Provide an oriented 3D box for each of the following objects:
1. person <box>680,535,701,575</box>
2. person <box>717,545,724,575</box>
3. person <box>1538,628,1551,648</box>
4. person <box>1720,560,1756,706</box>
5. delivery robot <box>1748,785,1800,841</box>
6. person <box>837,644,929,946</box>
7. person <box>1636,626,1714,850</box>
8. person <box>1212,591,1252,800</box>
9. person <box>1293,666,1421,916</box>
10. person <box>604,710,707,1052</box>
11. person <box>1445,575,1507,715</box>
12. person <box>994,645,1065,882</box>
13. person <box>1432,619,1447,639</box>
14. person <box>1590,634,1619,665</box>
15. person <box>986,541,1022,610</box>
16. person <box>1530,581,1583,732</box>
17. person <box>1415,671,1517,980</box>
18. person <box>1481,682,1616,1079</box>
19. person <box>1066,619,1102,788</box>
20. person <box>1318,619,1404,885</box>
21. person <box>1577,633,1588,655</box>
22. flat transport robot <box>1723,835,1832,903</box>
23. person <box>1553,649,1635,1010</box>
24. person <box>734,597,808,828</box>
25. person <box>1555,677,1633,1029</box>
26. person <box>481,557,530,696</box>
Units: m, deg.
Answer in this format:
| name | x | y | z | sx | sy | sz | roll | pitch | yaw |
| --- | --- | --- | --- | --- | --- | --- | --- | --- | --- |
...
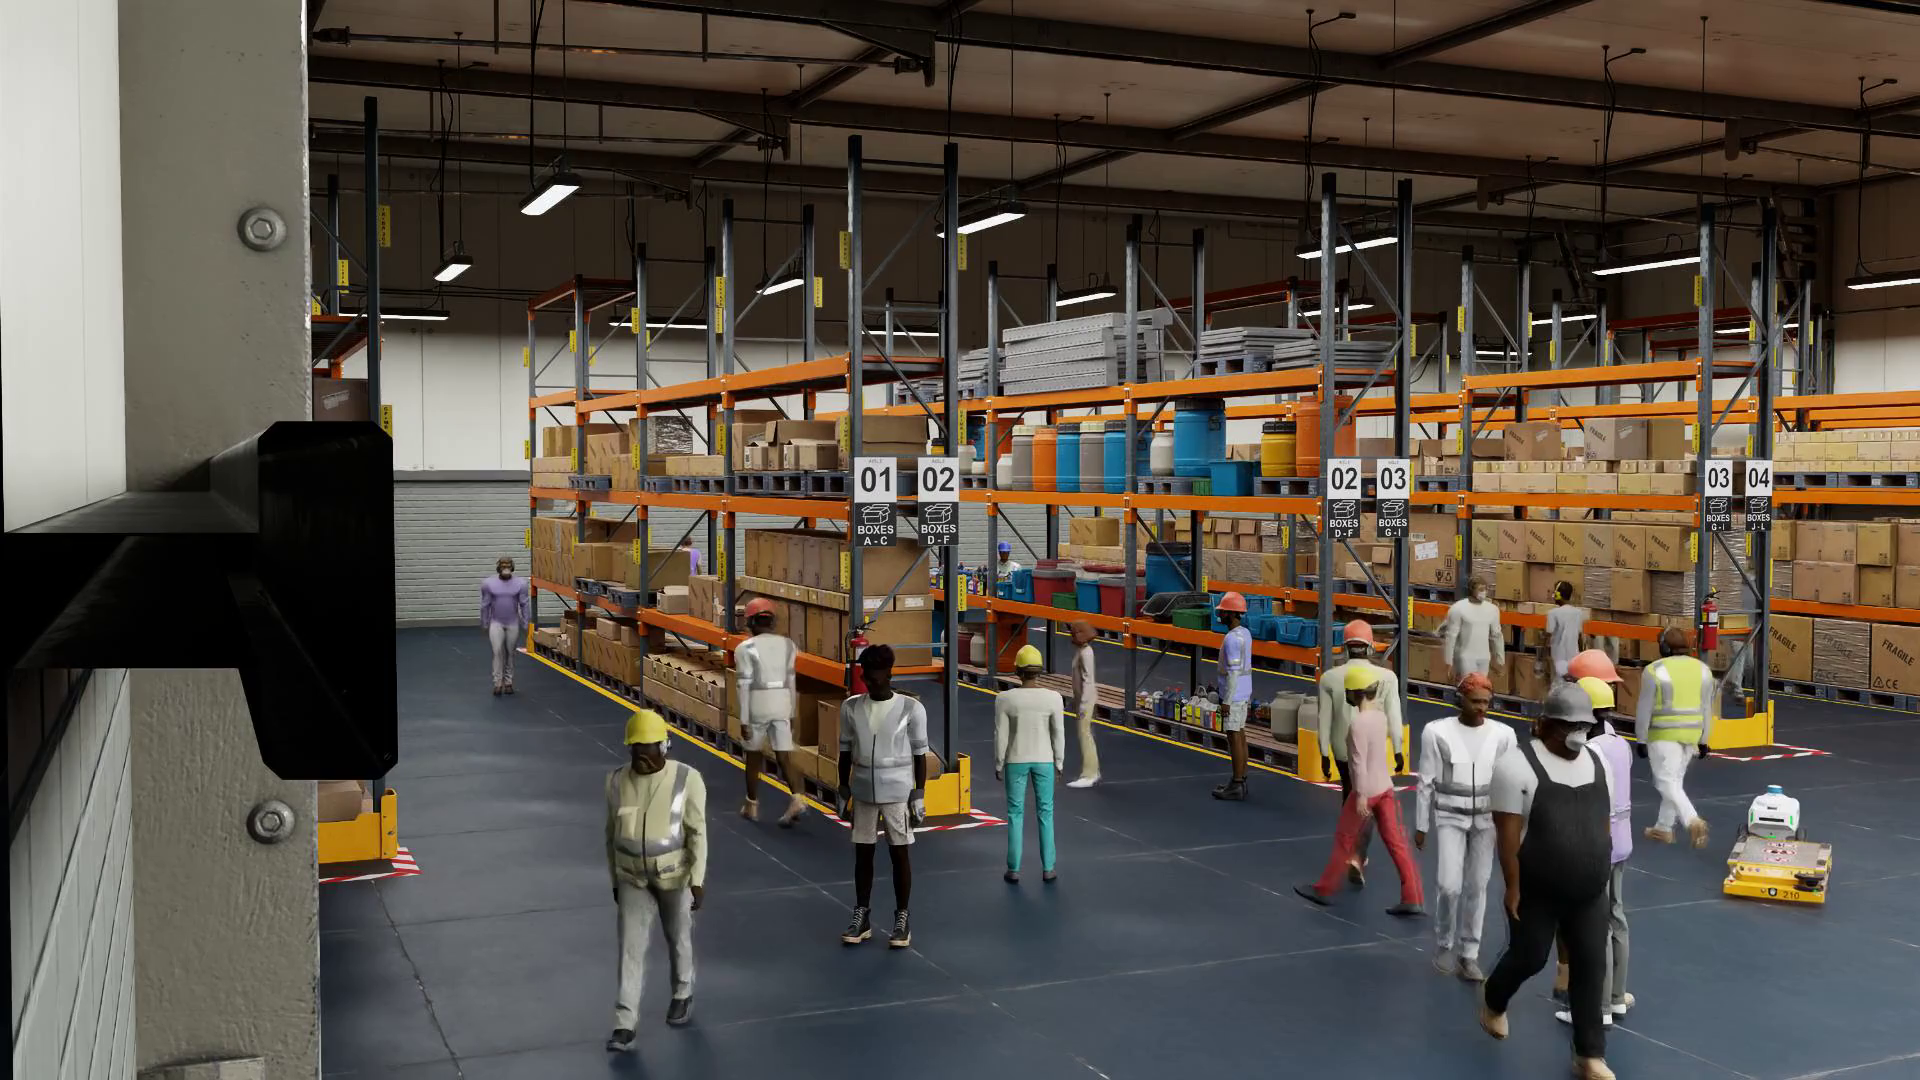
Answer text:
| name | x | y | z | sx | sy | sz | roll | pitch | yaw |
| --- | --- | --- | --- | --- | --- | --- | --- | --- | --- |
| person | -5.331 | 0.811 | 34.948 | 0.569 | 1.846 | 0.397 | -1 | 2 | -17 |
| person | -4.655 | 0.902 | 35.263 | 0.274 | 1.632 | 0.503 | 0 | 2 | -2 |
| person | 8.522 | 1.276 | 25.422 | 0.576 | 1.641 | 0.851 | 0 | 2 | -12 |
| person | 10.310 | 1.208 | 23.700 | 0.659 | 1.914 | 0.672 | 0 | 2 | -7 |
| delivery robot | 6.522 | 2.210 | 14.346 | 0.477 | 0.478 | 0.707 | 1 | 2 | 28 |
| person | -0.516 | 1.647 | 11.632 | 0.614 | 1.956 | 0.385 | 1 | 2 | 16 |
| person | 5.847 | 1.611 | 14.604 | 0.624 | 1.814 | 0.840 | -1 | 2 | -14 |
| person | 2.566 | 1.455 | 16.881 | 0.351 | 1.942 | 0.545 | 1 | 2 | 20 |
| person | 2.800 | 1.735 | 12.476 | 0.920 | 1.713 | 0.556 | 2 | 3 | 39 |
| person | -1.656 | 1.809 | 9.727 | 0.599 | 1.789 | 0.923 | 0 | 2 | 6 |
| person | 5.792 | 1.357 | 19.886 | 0.661 | 1.901 | 0.929 | -1 | 2 | -20 |
| person | 0.520 | 1.672 | 13.424 | 0.533 | 1.772 | 0.296 | 0 | 2 | -2 |
| person | 8.302 | 0.983 | 30.234 | 0.579 | 1.868 | 0.621 | -1 | 2 | -28 |
| person | 8.986 | 1.163 | 25.098 | 0.588 | 1.896 | 0.712 | -1 | 2 | -16 |
| person | 0.703 | 0.990 | 28.878 | 0.605 | 1.951 | 0.379 | 0 | 2 | 6 |
| person | 6.902 | 1.379 | 20.506 | 0.538 | 1.826 | 0.971 | -1 | 3 | -31 |
| person | 3.069 | 1.720 | 10.801 | 0.602 | 1.868 | 0.429 | 0 | 2 | 1 |
| person | 3.051 | 1.719 | 9.267 | 0.684 | 2.000 | 0.827 | 0 | 2 | -9 |
| person | 1.219 | 1.593 | 17.493 | 0.375 | 1.626 | 0.525 | 0 | 2 | 2 |
| person | 3.005 | 1.579 | 13.516 | 0.613 | 1.959 | 0.960 | 1 | 2 | 28 |
| person | 8.315 | 1.319 | 24.249 | 0.514 | 1.645 | 0.308 | -1 | 2 | -26 |
| flat transport robot | 6.108 | 2.434 | 13.348 | 0.652 | 0.197 | 1.431 | 1 | 3 | 28 |
| person | 3.645 | 1.653 | 10.355 | 0.366 | 2.047 | 0.608 | 0 | 2 | -11 |
| person | -1.634 | 1.493 | 15.543 | 0.613 | 1.989 | 1.016 | -1 | 3 | -32 |
| person | 3.528 | 1.726 | 9.979 | 0.384 | 1.928 | 0.588 | 2 | 3 | 43 |
| person | -6.215 | 1.183 | 24.530 | 0.652 | 1.891 | 0.961 | -1 | 2 | -17 |
